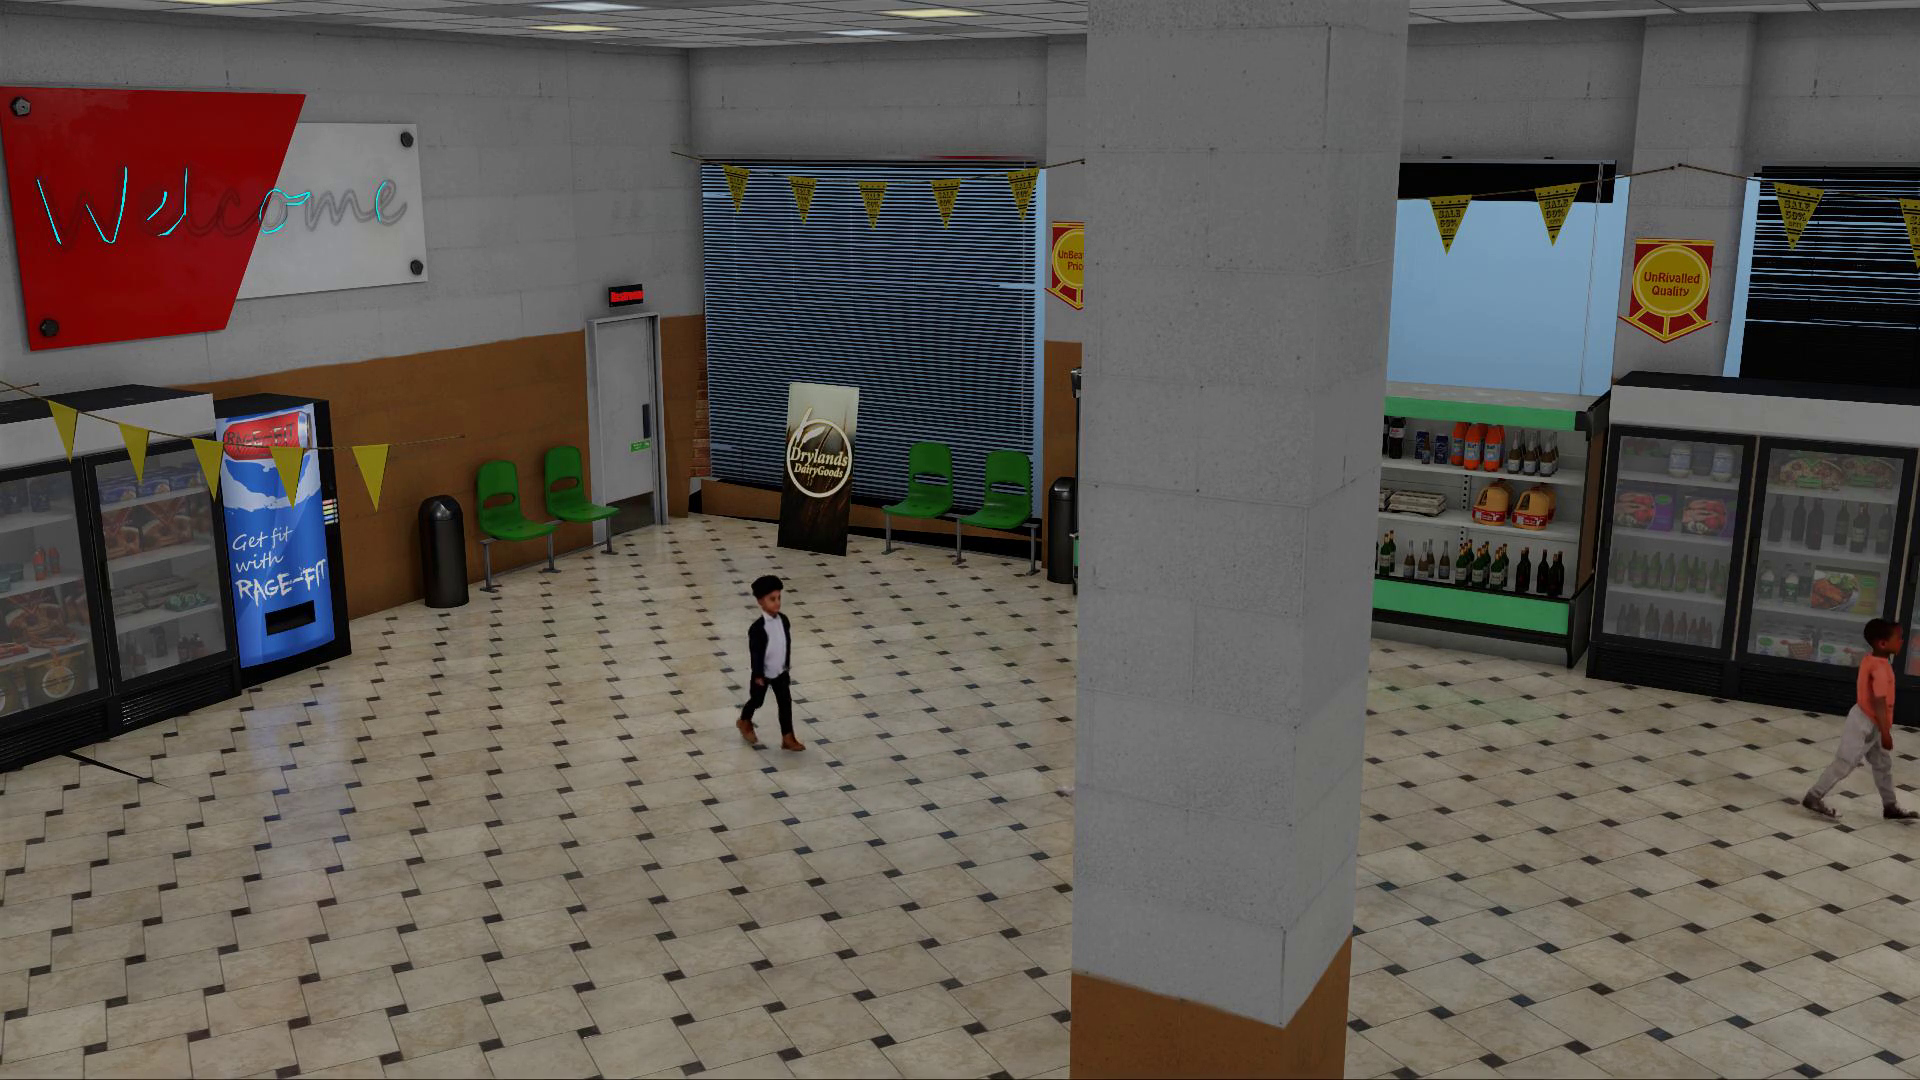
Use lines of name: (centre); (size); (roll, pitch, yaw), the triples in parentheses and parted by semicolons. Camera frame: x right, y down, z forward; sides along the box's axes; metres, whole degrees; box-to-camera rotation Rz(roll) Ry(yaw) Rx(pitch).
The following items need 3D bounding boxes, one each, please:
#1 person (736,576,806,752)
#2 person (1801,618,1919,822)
person: (-1.346, 0.839, 11.367); (0.666, 1.212, 0.901); (-12, 18, -40)
person: (5.441, 1.110, 10.105); (0.903, 1.281, 0.530); (7, 15, 26)
